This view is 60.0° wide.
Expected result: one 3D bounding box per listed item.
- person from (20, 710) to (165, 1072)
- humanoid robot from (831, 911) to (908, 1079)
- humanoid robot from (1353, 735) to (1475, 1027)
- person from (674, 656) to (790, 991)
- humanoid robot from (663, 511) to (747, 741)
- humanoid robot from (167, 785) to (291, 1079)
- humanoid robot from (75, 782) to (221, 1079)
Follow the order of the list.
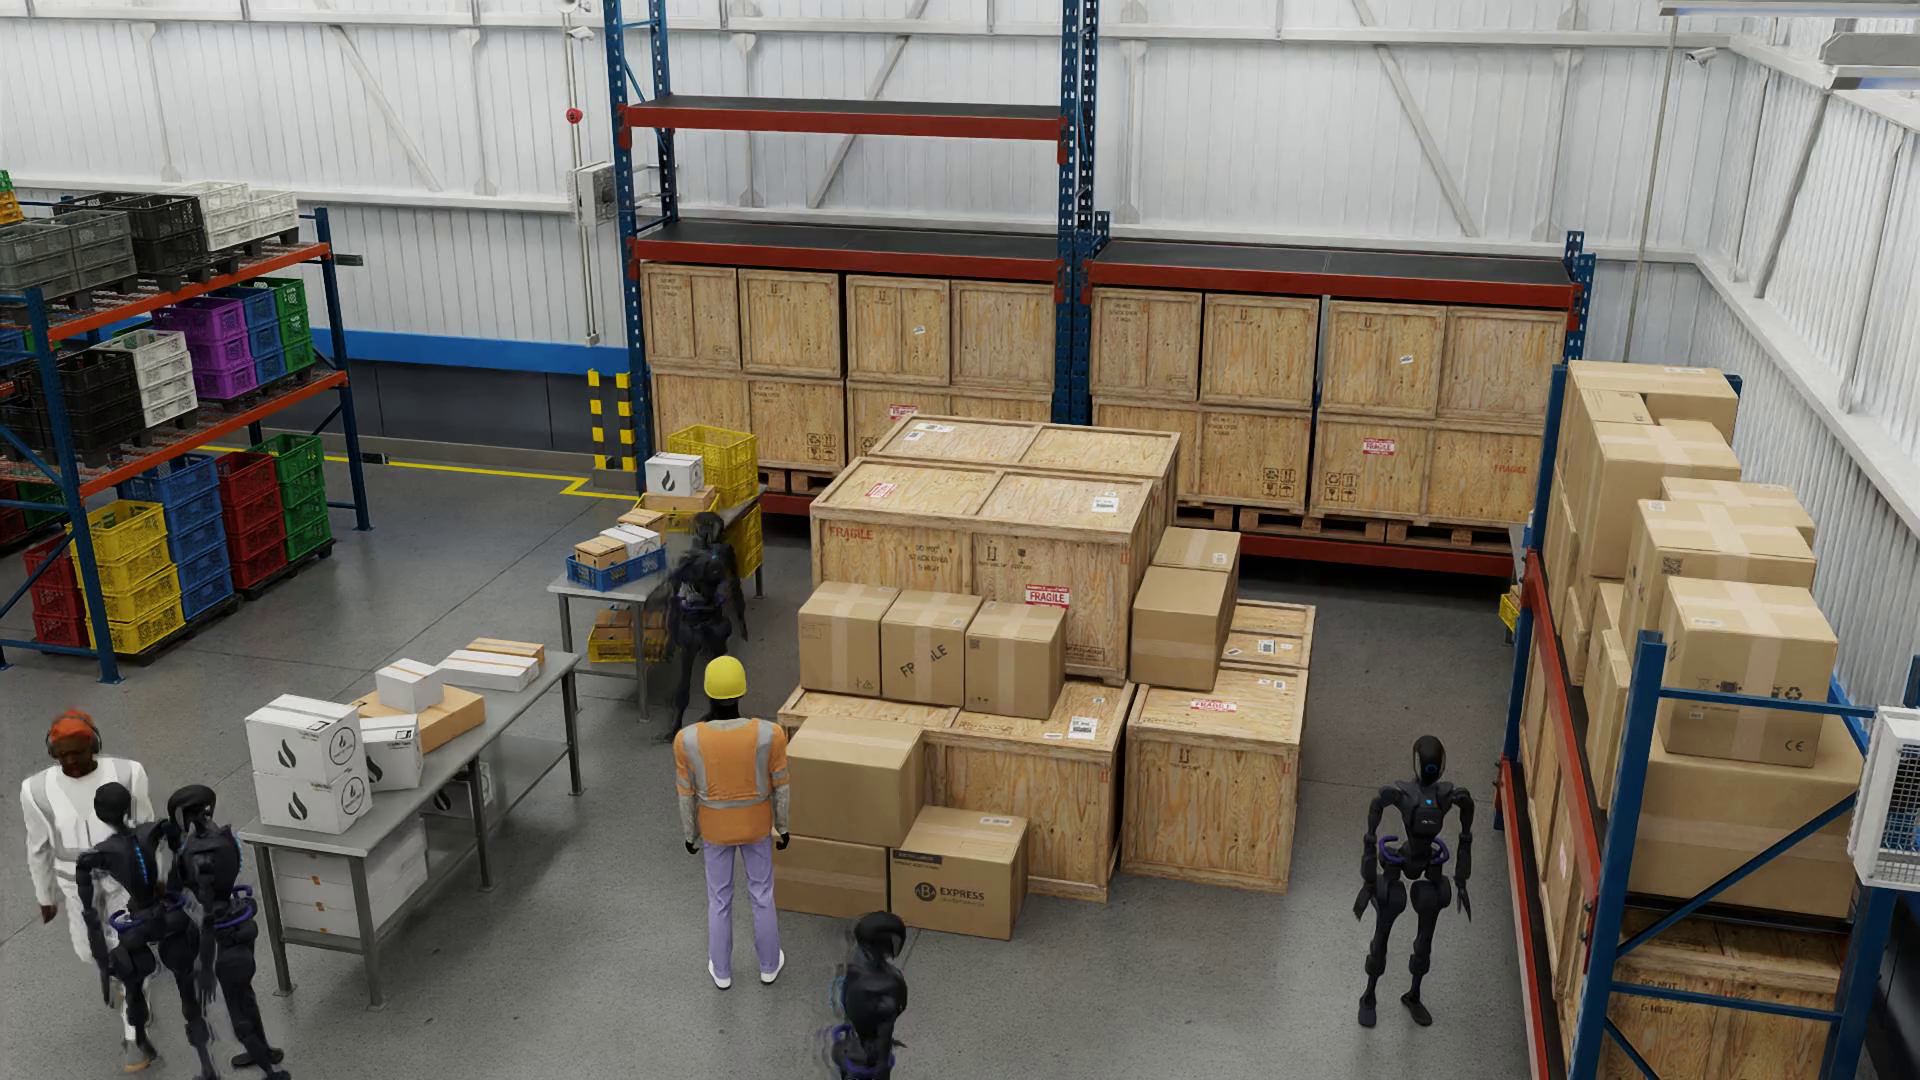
[{"bbox_3d":[-4.335,1.691,8.397,0.588,1.858,0.827,-7,22,-19],"label":"person"},{"bbox_3d":[-0.449,2.291,7.131,0.704,1.639,0.569,-8,22,-21],"label":"humanoid robot"},{"bbox_3d":[2.321,1.744,8.488,0.591,1.657,0.326,0,21,0],"label":"humanoid robot"},{"bbox_3d":[-1.187,1.501,8.794,0.586,1.930,0.355,-3,21,-8],"label":"person"},{"bbox_3d":[-1.816,0.594,11.548,0.729,1.639,0.321,-18,27,-39],"label":"humanoid robot"},{"bbox_3d":[-3.563,1.918,8.051,0.373,1.649,0.574,-9,23,-21],"label":"humanoid robot"},{"bbox_3d":[-3.952,1.929,8.099,0.540,1.629,0.756,-18,28,-40],"label":"humanoid robot"}]
